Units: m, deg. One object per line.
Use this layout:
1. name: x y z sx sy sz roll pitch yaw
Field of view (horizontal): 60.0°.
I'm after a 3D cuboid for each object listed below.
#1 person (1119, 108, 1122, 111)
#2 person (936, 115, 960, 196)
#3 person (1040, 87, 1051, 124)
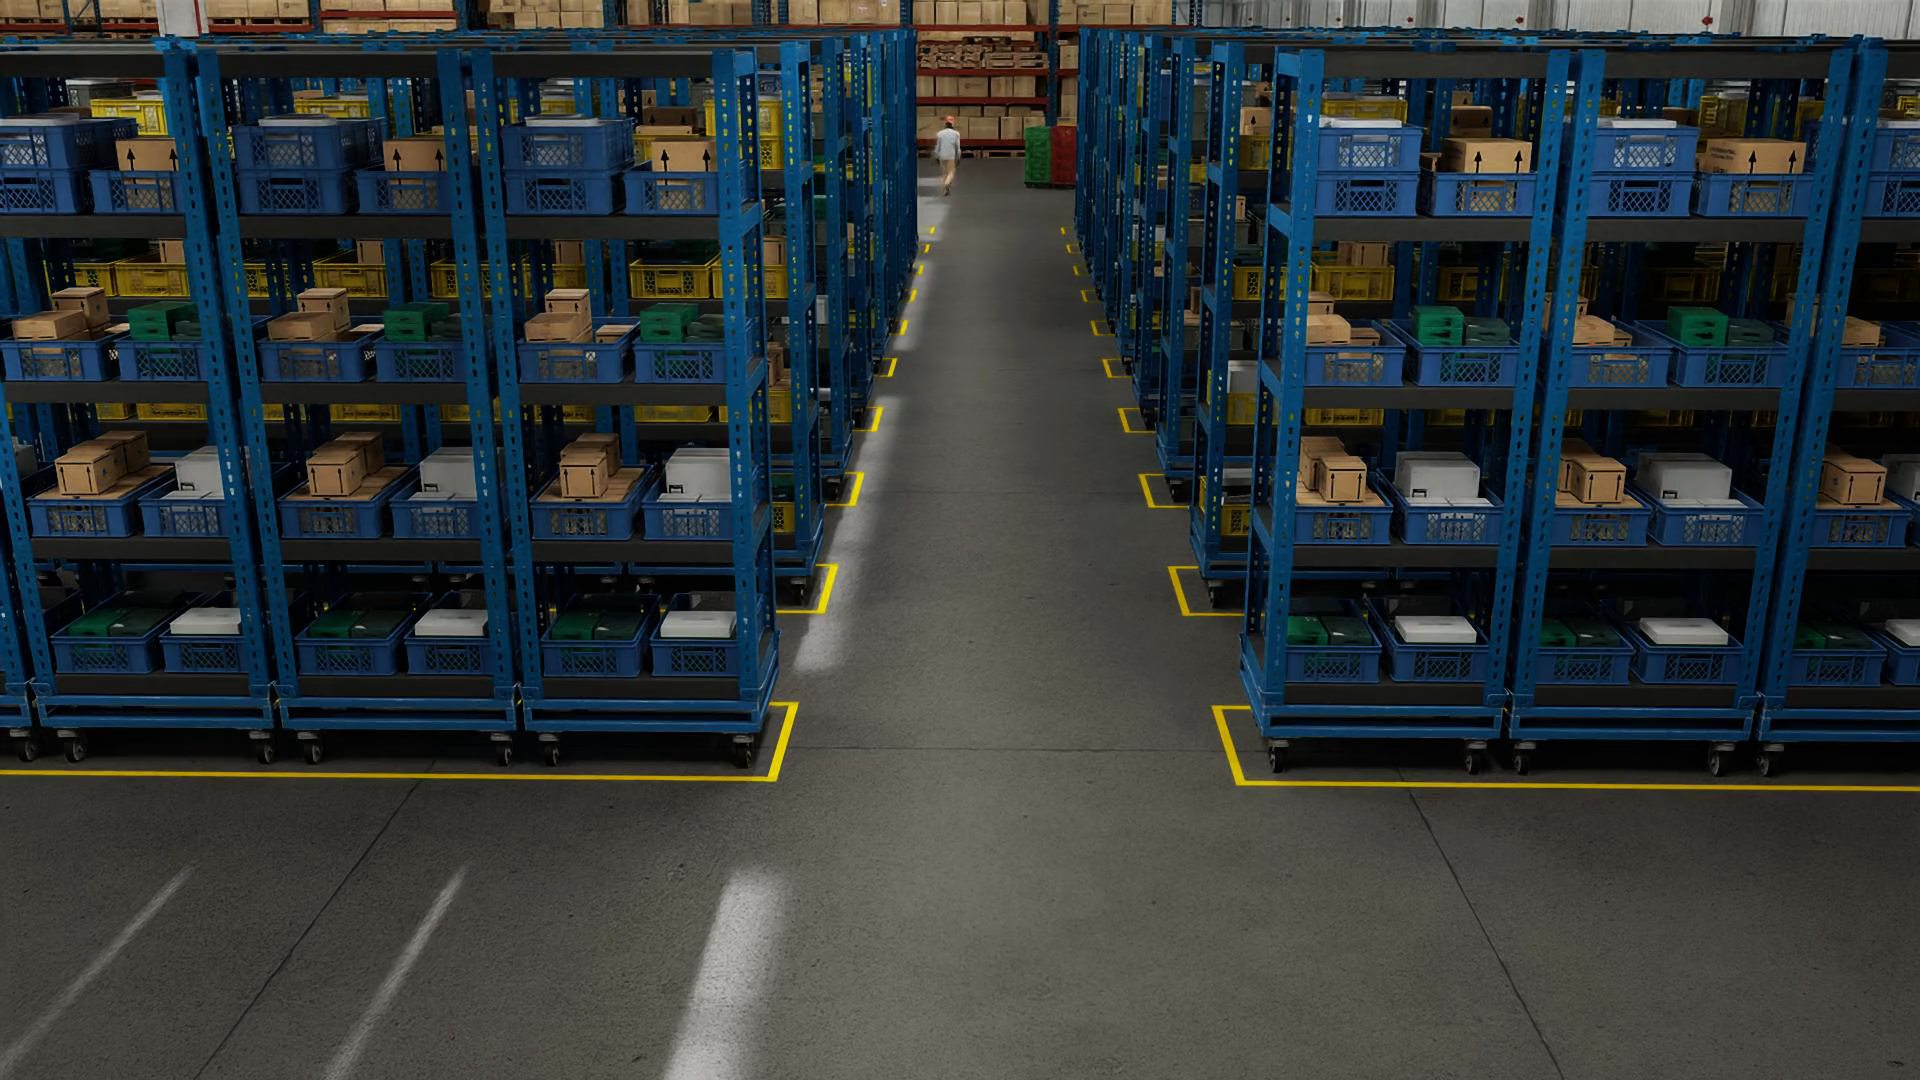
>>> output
1. person: 3.741 -9.394 39.515 0.495 1.685 0.897 0 17 1
2. person: -0.276 -8.308 36.023 0.573 1.726 0.611 7 19 21
3. person: 2.395 -12.288 48.458 0.897 1.870 0.670 1 17 3
